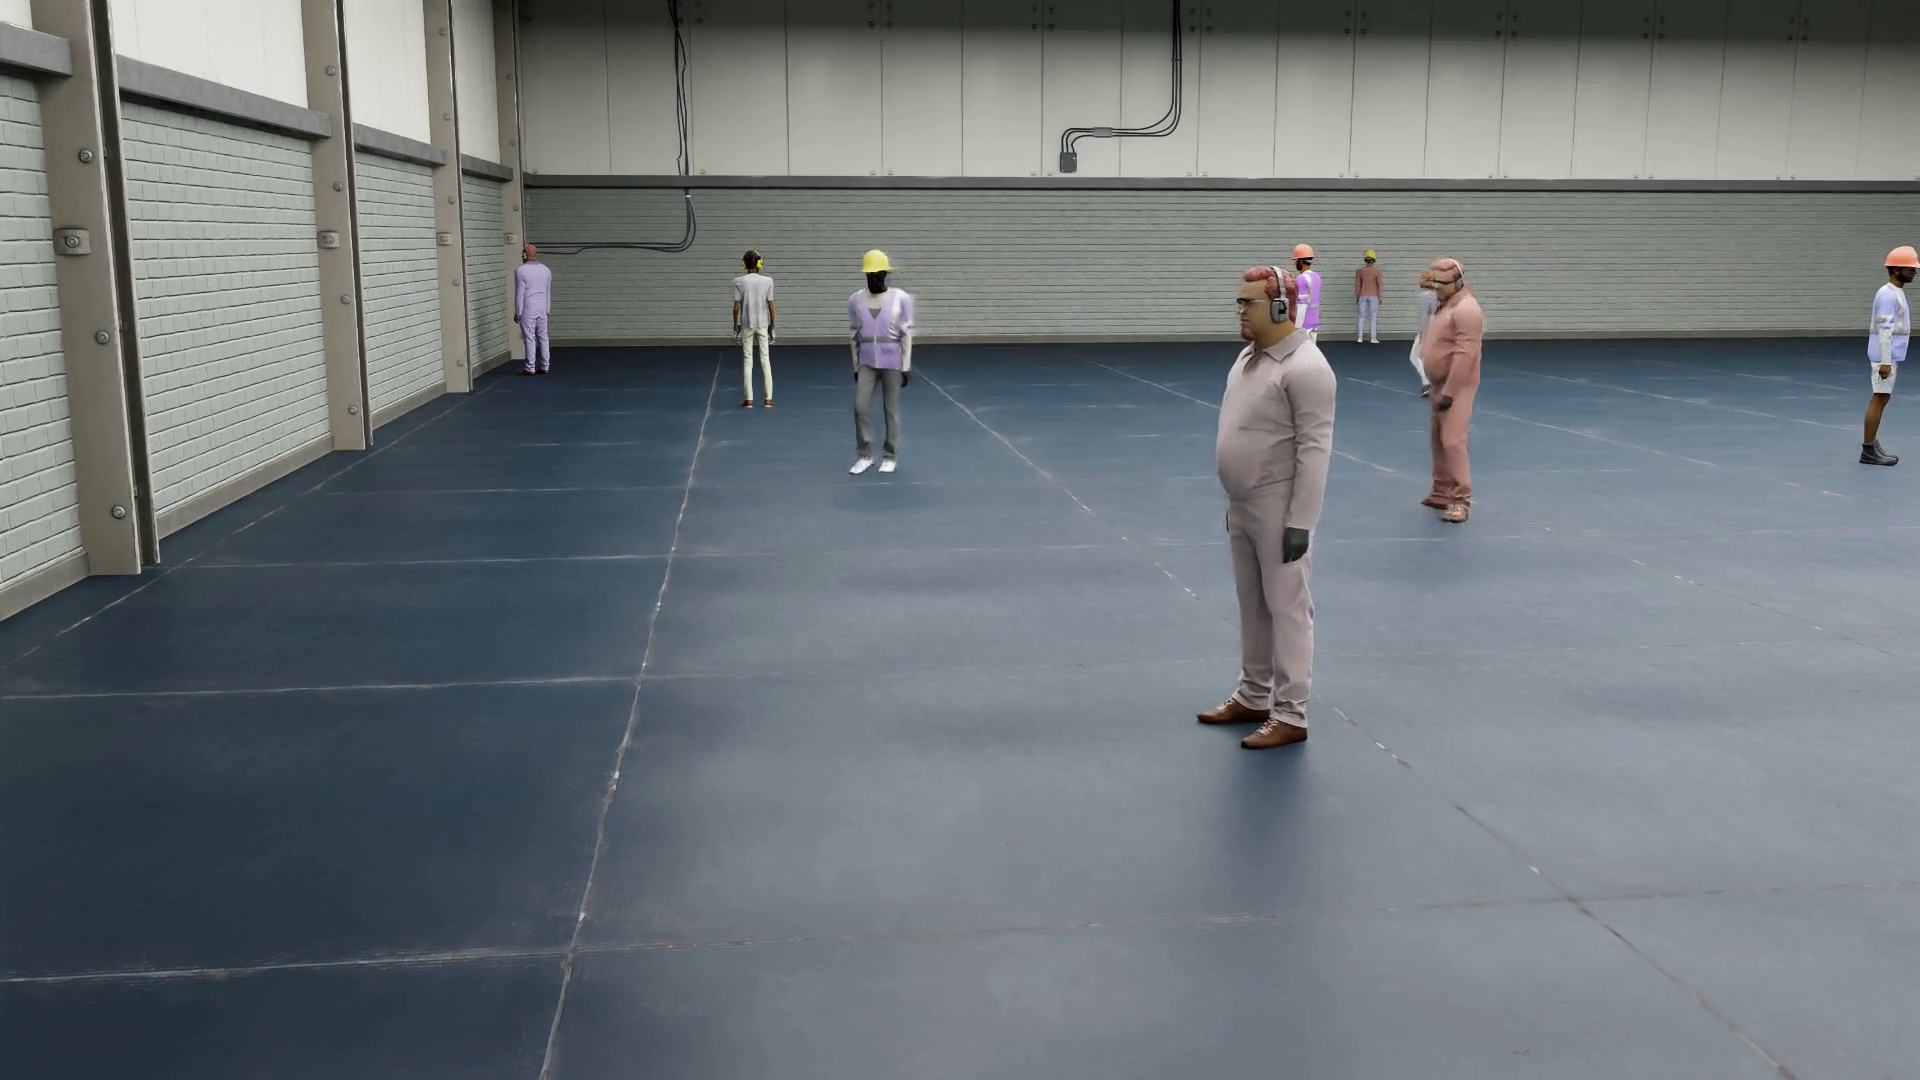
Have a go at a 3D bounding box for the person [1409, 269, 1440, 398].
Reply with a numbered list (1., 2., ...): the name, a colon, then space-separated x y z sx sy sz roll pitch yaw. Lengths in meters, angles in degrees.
1. person: 5.877 -2.581 20.873 0.500 1.624 0.358 -8 13 -36

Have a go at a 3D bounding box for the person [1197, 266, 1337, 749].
1. person: 1.214 -0.128 6.641 0.399 1.909 0.642 -3 11 -16

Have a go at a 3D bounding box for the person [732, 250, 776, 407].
1. person: -2.458 -2.506 19.799 0.517 1.864 0.334 -2 11 -11

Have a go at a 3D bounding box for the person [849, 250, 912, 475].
1. person: -0.696 -1.495 14.149 0.591 1.904 0.674 3 11 14

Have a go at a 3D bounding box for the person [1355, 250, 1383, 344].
1. person: 7.776 -4.617 31.629 0.528 1.772 0.304 6 12 30

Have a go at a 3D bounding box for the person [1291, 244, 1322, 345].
1. person: 4.156 -2.610 20.172 0.373 1.933 0.549 7 12 32

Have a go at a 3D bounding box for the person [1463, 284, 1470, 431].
1. person: 4.764 -1.693 16.010 0.511 1.616 0.548 -4 11 -21

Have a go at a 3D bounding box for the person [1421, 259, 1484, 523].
1. person: 3.535 -1.099 12.105 0.392 1.873 0.879 0 10 -2

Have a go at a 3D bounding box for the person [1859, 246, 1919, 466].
1. person: 8.299 -1.635 14.818 0.372 1.934 0.551 7 12 33

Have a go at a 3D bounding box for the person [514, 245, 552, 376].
1. person: -6.284 -3.363 24.377 0.408 1.908 0.645 7 12 33
